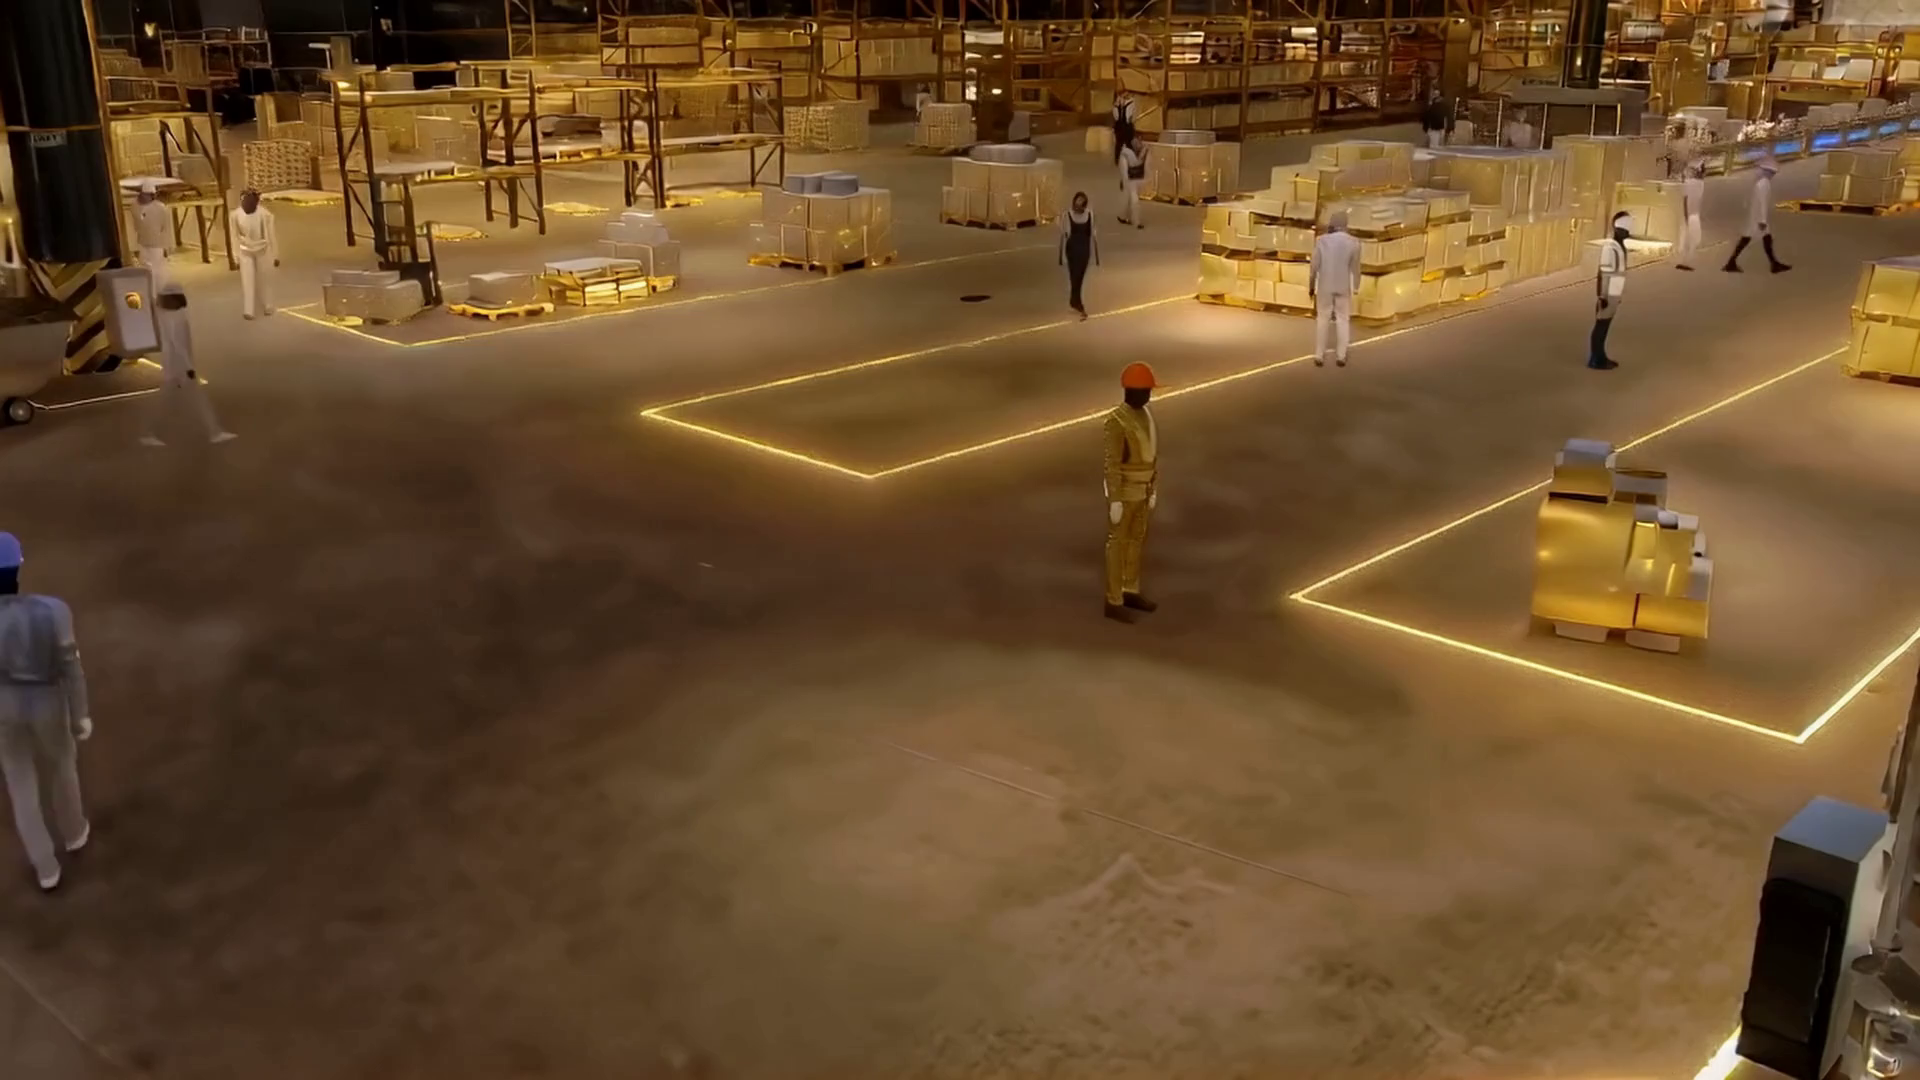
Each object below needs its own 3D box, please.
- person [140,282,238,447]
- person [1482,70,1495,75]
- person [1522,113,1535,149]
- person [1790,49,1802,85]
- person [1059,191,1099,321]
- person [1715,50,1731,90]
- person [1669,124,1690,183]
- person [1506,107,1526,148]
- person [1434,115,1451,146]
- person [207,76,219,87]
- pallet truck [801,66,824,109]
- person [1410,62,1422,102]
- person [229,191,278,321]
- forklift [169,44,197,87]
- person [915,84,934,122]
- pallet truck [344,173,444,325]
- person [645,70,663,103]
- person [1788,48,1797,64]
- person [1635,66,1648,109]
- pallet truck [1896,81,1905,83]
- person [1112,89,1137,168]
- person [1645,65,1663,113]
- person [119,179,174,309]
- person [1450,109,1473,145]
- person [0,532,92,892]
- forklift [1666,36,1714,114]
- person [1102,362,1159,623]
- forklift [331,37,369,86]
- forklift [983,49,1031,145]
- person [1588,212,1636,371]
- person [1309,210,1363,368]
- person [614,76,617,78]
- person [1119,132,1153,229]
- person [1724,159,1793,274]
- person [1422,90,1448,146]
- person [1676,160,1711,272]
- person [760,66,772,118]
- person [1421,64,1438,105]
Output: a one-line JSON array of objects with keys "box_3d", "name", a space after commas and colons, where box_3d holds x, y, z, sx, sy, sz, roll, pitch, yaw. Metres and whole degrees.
[{"box_3d": [-8.063, -1.796, 17.078, 0.925, 1.679, 0.488, -5, 19, -14], "name": "person"}, {"box_3d": [22.666, -19.855, 71.450, 0.540, 1.695, 0.317, 6, 19, 17], "name": "person"}, {"box_3d": [13.384, -9.263, 39.519, 0.531, 1.712, 0.948, -2, 18, -6], "name": "person"}, {"box_3d": [40.709, -23.054, 81.043, 0.772, 1.728, 0.532, -16, 24, -40], "name": "person"}, {"box_3d": [1.709, -4.043, 23.656, 0.533, 1.791, 0.950, -5, 19, -14], "name": "person"}, {"box_3d": [33.540, -20.537, 73.152, 0.502, 1.926, 0.577, -12, 22, -33], "name": "person"}, {"box_3d": [15.950, -8.339, 36.788, 0.580, 1.676, 0.447, -14, 23, -37], "name": "person"}, {"box_3d": [12.926, -9.111, 38.754, 0.631, 1.912, 1.021, -14, 23, -37], "name": "person"}, {"box_3d": [10.835, -8.552, 37.184, 0.786, 1.840, 0.510, 8, 20, 24], "name": "person"}, {"box_3d": [-23.319, -13.583, 52.205, 0.426, 1.915, 0.651, -1, 18, -4], "name": "person"}, {"box_3d": [-4.812, -15.182, 56.903, 0.823, 1.965, 1.885, -9, 21, -26], "name": "pallet truck"}, {"box_3d": [18.939, -19.017, 69.049, 0.562, 1.612, 0.446, -6, 19, -18], "name": "person"}, {"box_3d": [-9.999, -4.016, 23.558, 0.659, 1.802, 0.901, -3, 19, -9], "name": "person"}, {"box_3d": [-24.644, -14.331, 52.958, 1.129, 2.768, 1.873, 17, 25, 41], "name": "forklift"}, {"box_3d": [-0.991, -12.550, 49.229, 0.580, 1.830, 0.978, 14, 23, 37], "name": "person"}, {"box_3d": [-8.209, -4.181, 23.757, 0.823, 1.965, 1.885, 3, 19, 9], "name": "pallet truck"}, {"box_3d": [-10.396, -14.999, 56.497, 0.593, 1.909, 0.385, 0, 18, 0], "name": "person"}, {"box_3d": [42.154, -24.338, 84.534, 0.643, 1.962, 0.823, 2, 18, 5], "name": "person"}, {"box_3d": [26.454, -17.545, 64.543, 0.557, 1.649, 0.847, 12, 22, 32], "name": "person"}, {"box_3d": [34.802, -16.331, 61.455, 0.653, 1.274, 1.630, 17, 25, 41], "name": "pallet truck"}, {"box_3d": [4.344, -10.758, 43.507, 0.689, 2.000, 0.538, 10, 21, 28], "name": "person"}, {"box_3d": [25.975, -16.874, 62.287, 0.598, 1.815, 0.630, 15, 23, 38], "name": "person"}, {"box_3d": [-11.901, -4.284, 24.243, 0.668, 1.888, 0.618, 2, 18, 6], "name": "person"}, {"box_3d": [12.272, -9.707, 40.815, 0.548, 1.745, 0.639, -2, 18, -5], "name": "person"}, {"box_3d": [-4.904, 0.855, 8.727, 0.610, 1.900, 0.786, -8, 20, -24], "name": "person"}, {"box_3d": [27.341, -17.291, 61.877, 1.129, 2.768, 1.873, 17, 25, 41], "name": "forklift"}, {"box_3d": [1.271, -0.367, 12.345, 0.391, 1.948, 0.605, 12, 22, 32], "name": "person"}, {"box_3d": [-22.774, -17.208, 61.626, 1.129, 2.768, 1.873, 17, 25, 41], "name": "forklift"}, {"box_3d": [1.128, -12.909, 48.675, 1.129, 2.768, 1.873, 17, 25, 41], "name": "forklift"}, {"box_3d": [8.052, -3.070, 20.521, 0.378, 1.928, 0.542, 14, 23, 36], "name": "person"}, {"box_3d": [4.630, -3.097, 20.584, 0.635, 1.937, 0.352, 1, 18, 4], "name": "person"}, {"box_3d": [-11.854, -15.270, 57.749, 0.524, 1.629, 0.414, 10, 21, 28], "name": "person"}, {"box_3d": [3.403, -7.115, 32.805, 0.599, 1.874, 0.991, -10, 21, -27], "name": "person"}, {"box_3d": [13.215, -5.306, 27.346, 1.040, 1.869, 0.582, 11, 21, 29], "name": "person"}, {"box_3d": [12.518, -10.891, 44.029, 0.656, 1.954, 0.925, -6, 19, -18], "name": "person"}, {"box_3d": [12.143, -5.365, 27.569, 0.550, 1.835, 0.472, -10, 21, -27], "name": "person"}, {"box_3d": [-7.071, -16.329, 60.613, 0.430, 1.839, 0.619, 3, 19, 8], "name": "person"}, {"box_3d": [17.303, -16.552, 61.202, 0.645, 1.885, 0.797, -14, 23, -36], "name": "person"}]
